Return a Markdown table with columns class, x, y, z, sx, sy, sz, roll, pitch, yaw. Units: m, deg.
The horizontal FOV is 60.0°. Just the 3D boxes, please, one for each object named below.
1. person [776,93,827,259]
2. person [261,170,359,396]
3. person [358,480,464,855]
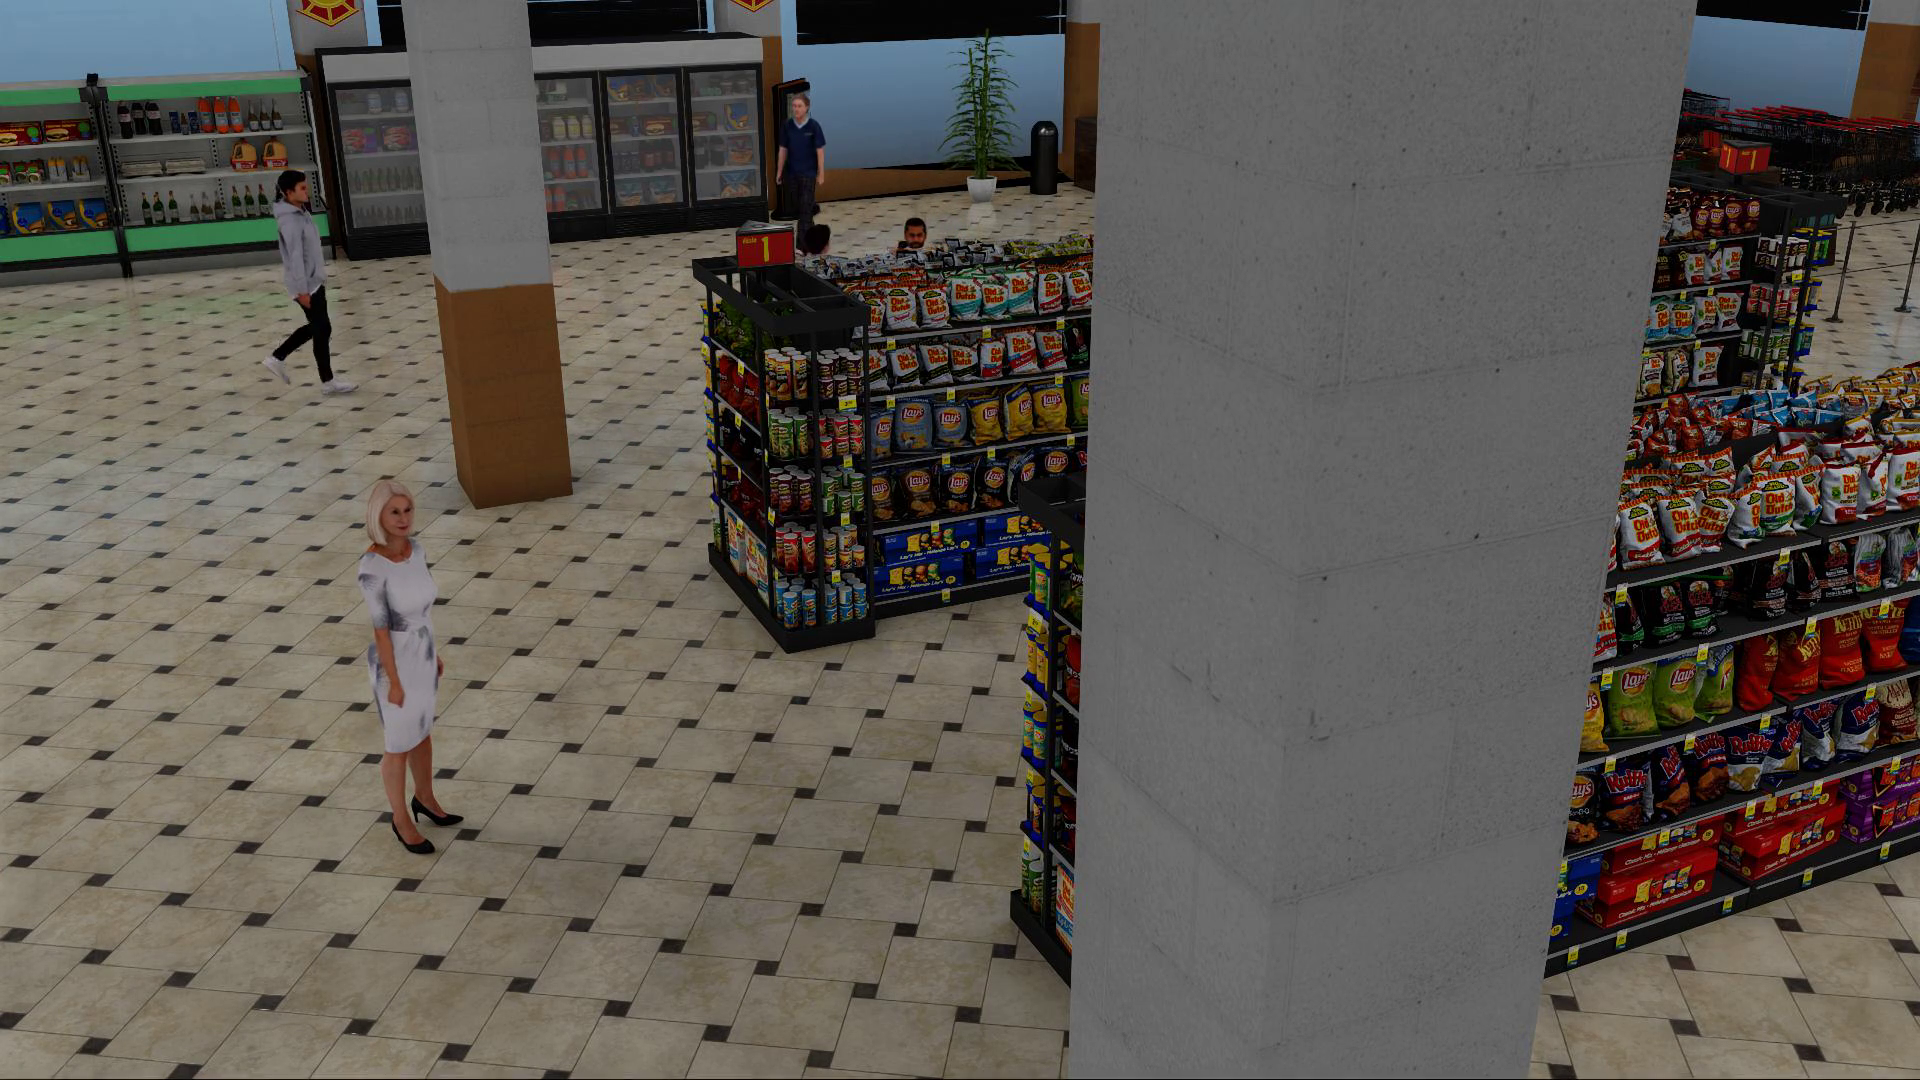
| class | x | y | z | sx | sy | sz | roll | pitch | yaw |
| --- | --- | --- | --- | --- | --- | --- | --- | --- | --- |
| person | -1.797 | -4.215 | 19.266 | 1.148 | 1.825 | 1.217 | 8 | 23 | 20 |
| person | -5.597 | -2.142 | 13.998 | 1.070 | 1.906 | 0.813 | -4 | 22 | -11 |
| person | -2.507 | 0.558 | 7.488 | 0.690 | 1.749 | 0.645 | 5 | 23 | 13 |
